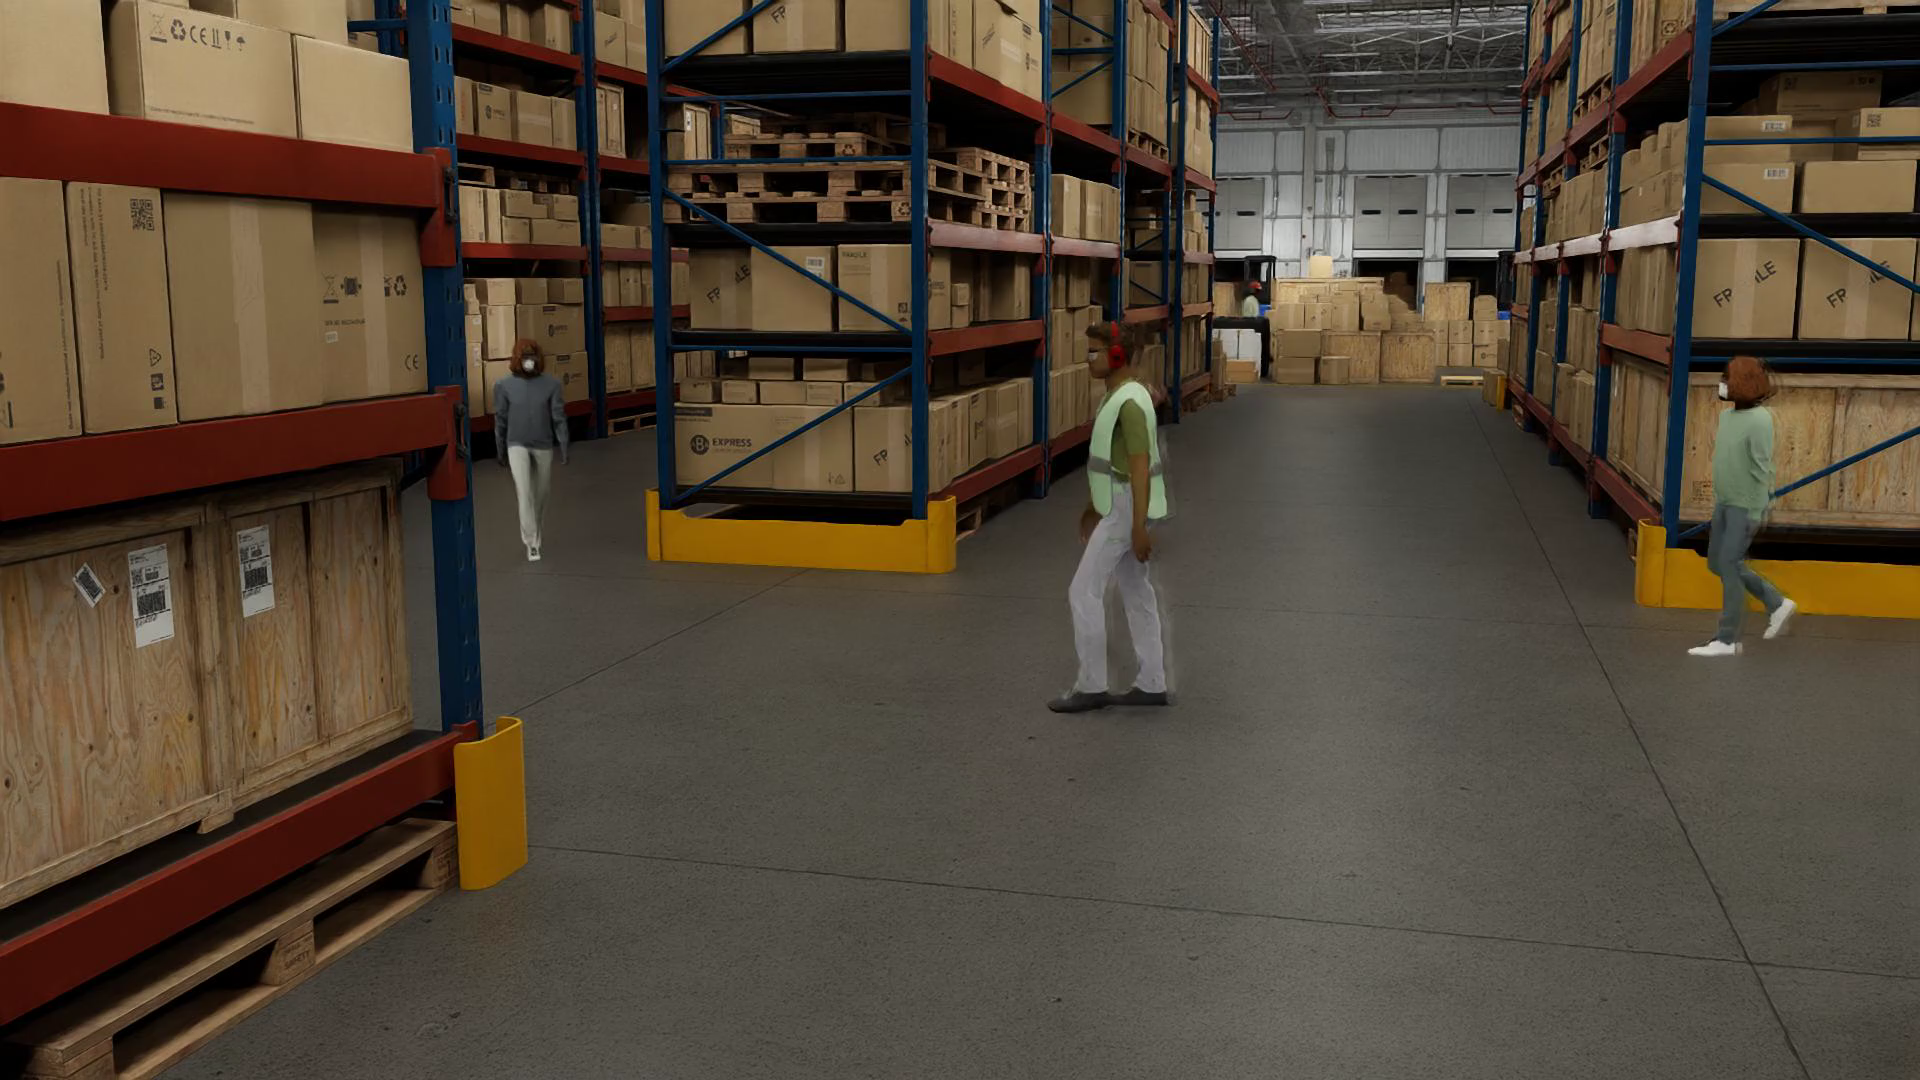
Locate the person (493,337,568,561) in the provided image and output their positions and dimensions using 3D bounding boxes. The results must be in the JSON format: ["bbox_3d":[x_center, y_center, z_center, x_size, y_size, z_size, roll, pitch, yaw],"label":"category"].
[{"bbox_3d":[-3.149,-0.686,12.169,0.502,1.605,0.782,-4,10,-23],"label":"person"}]

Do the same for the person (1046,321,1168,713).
[{"bbox_3d":[0.665,-0.100,7.758,0.723,1.819,0.562,1,9,4],"label":"person"}]

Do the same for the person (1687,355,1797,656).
[{"bbox_3d":[4.217,-0.175,8.863,0.535,1.621,0.499,0,9,0],"label":"person"}]

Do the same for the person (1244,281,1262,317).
[{"bbox_3d":[6.374,-4.742,36.784,0.772,1.968,0.626,6,11,34],"label":"person"}]

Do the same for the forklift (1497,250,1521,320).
[{"bbox_3d":[16.010,-6.928,47.789,1.129,2.768,1.873,2,9,15],"label":"forklift"}]

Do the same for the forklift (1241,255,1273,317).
[{"bbox_3d":[10.551,-8.662,58.805,1.129,2.768,1.873,2,9,15],"label":"forklift"}]

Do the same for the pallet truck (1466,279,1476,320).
[{"bbox_3d":[18.896,-8.459,60.307,1.885,1.965,0.823,5,10,31],"label":"pallet truck"}]
